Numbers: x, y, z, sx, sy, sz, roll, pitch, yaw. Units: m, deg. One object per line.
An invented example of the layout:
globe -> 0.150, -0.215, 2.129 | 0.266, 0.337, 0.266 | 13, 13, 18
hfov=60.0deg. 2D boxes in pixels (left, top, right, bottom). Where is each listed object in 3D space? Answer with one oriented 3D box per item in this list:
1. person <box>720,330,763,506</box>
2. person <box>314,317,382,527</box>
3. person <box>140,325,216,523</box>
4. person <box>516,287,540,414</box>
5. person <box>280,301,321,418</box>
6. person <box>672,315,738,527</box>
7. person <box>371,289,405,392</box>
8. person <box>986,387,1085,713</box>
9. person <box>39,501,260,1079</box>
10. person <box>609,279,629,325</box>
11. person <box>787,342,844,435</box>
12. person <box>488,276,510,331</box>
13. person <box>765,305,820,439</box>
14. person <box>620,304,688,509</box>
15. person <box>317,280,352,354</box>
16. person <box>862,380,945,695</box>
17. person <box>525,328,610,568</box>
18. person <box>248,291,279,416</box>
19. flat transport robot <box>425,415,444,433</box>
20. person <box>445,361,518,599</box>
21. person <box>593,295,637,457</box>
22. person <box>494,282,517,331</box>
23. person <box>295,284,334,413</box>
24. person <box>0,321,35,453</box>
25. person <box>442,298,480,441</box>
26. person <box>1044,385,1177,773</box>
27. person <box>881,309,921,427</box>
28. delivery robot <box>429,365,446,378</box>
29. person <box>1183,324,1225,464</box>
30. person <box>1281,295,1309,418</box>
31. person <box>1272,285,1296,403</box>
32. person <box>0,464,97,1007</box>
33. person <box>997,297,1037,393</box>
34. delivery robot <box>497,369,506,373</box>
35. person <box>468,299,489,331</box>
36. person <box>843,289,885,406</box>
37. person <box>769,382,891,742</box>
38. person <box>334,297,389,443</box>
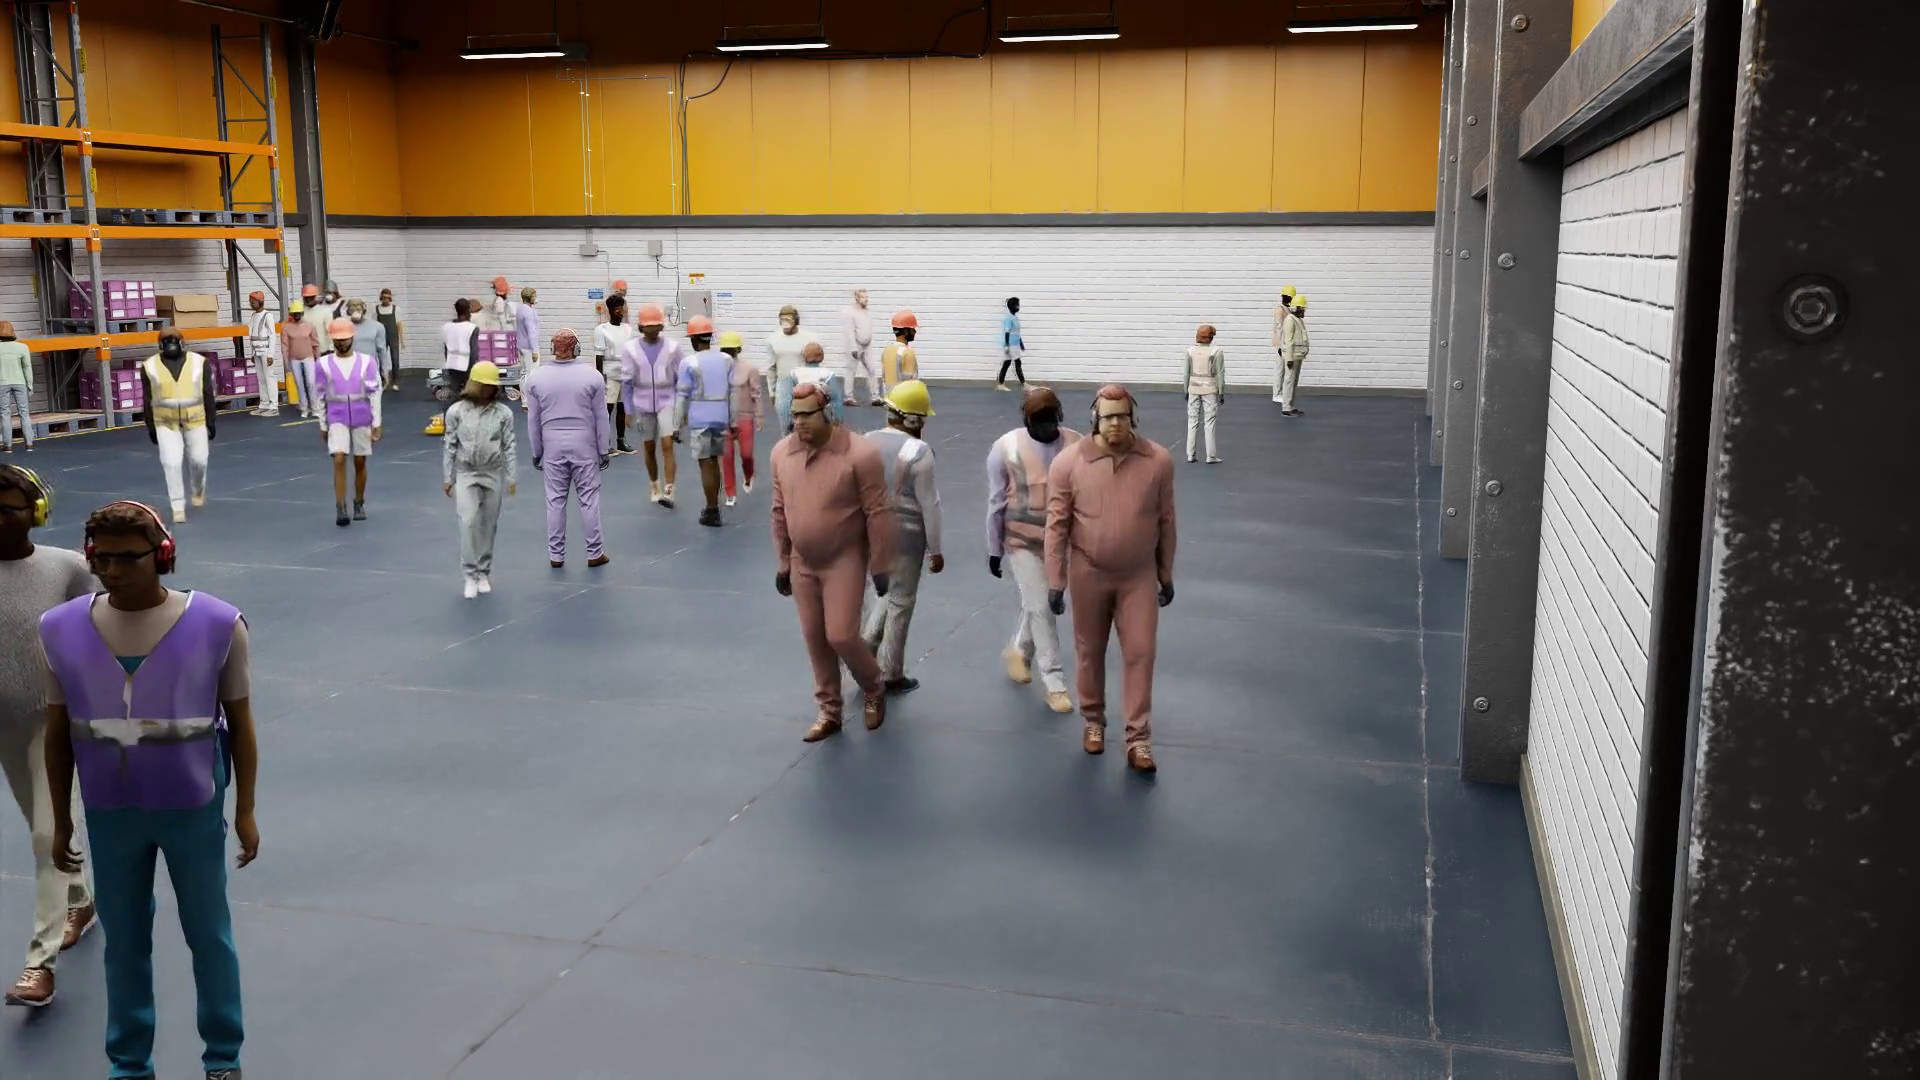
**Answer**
person -> -2.223, -1.217, 16.472 | 0.554, 1.741, 0.592 | 0, 10, -2
person -> -5.584, -1.071, 15.233 | 0.548, 1.899, 0.923 | -4, 11, -22
person -> -7.311, -1.101, 15.589 | 0.629, 1.828, 0.668 | -5, 11, -25
person -> -6.594, -2.905, 25.492 | 0.372, 1.940, 0.630 | -6, 11, -29
person -> -9.786, -2.664, 24.693 | 0.526, 1.739, 0.707 | -2, 10, -13
person -> -2.388, -1.092, 15.256 | 0.578, 1.920, 0.654 | -8, 13, -38
person -> -10.027, -3.477, 29.133 | 0.581, 1.793, 0.898 | -3, 10, -16
person -> 0.449, 0.013, 9.420 | 0.641, 1.793, 0.906 | -3, 11, -18
person -> -2.343, 0.786, 4.859 | 0.571, 1.840, 0.373 | -2, 10, -9
person -> -6.382, -3.858, 30.857 | 0.984, 1.959, 0.629 | 2, 10, 14
person -> -1.404, -1.168, 16.602 | 0.543, 1.593, 0.861 | 5, 11, 25
person -> -8.673, -3.896, 30.942 | 0.903, 2.007, 0.608 | -5, 11, -27
person -> -1.840, -1.643, 18.450 | 0.648, 1.914, 0.480 | 2, 10, 13
person -> -2.968, -1.289, 16.188 | 0.644, 1.985, 1.073 | -2, 10, -9
person -> -10.180, -3.233, 27.060 | 0.697, 2.000, 0.602 | 0, 10, 2
person -> -0.347, -0.005, 9.462 | 0.426, 1.805, 0.601 | -9, 14, -43
person -> -3.097, -0.726, 13.240 | 0.638, 1.910, 0.407 | -1, 10, -3
person -> -10.516, -2.805, 25.068 | 0.572, 1.887, 0.356 | 8, 13, 39
flat transport robot -> -6.919, -1.654, 23.124 | 0.652, 0.197, 1.431 | -1, 10, -3
person -> -3.469, -0.439, 12.116 | 0.504, 1.713, 0.658 | -5, 11, -25
person -> -4.199, -2.008, 20.333 | 0.362, 1.963, 0.613 | 7, 12, 34
person -> -8.445, -3.846, 30.965 | 0.613, 1.895, 0.640 | -8, 13, -39
person -> -9.916, -2.914, 25.460 | 0.640, 1.958, 0.919 | 1, 10, 4
person -> -11.807, -1.903, 20.676 | 0.507, 1.631, 0.266 | -8, 13, -37
person -> -6.574, -2.265, 22.082 | 0.609, 1.860, 0.993 | 4, 11, 22
person -> 0.750, 0.193, 8.129 | 0.672, 1.871, 0.873 | 0, 10, -2
person -> -0.550, -1.290, 16.344 | 0.361, 1.939, 0.543 | -6, 12, -31
delivery robot -> -8.846, -2.866, 28.918 | 0.707, 0.478, 0.477 | -2, 10, -9
person -> 2.875, -1.717, 19.616 | 0.522, 1.636, 0.311 | 6, 12, 33
person -> 5.030, -2.755, 24.947 | 0.403, 1.828, 0.598 | 5, 11, 25
person -> 5.330, -3.217, 27.313 | 0.380, 1.919, 0.585 | 4, 11, 22
person -> -3.220, 0.642, 5.730 | 0.494, 1.821, 0.981 | -1, 10, -6
person -> 1.015, -3.394, 29.047 | 0.812, 1.663, 0.538 | 2, 10, 10
delivery robot -> -8.122, -2.892, 29.068 | 0.707, 0.478, 0.477 | -5, 11, -27
person -> -8.652, -3.562, 30.137 | 0.519, 1.618, 0.530 | 5, 11, 26
person -> -1.525, -3.052, 26.500 | 0.863, 1.874, 0.642 | 8, 13, 39
person -> -0.683, 0.115, 8.578 | 0.651, 1.883, 0.445 | 6, 11, 29
person -> -7.582, -2.115, 21.071 | 0.644, 1.921, 0.513 | -4, 11, -21
